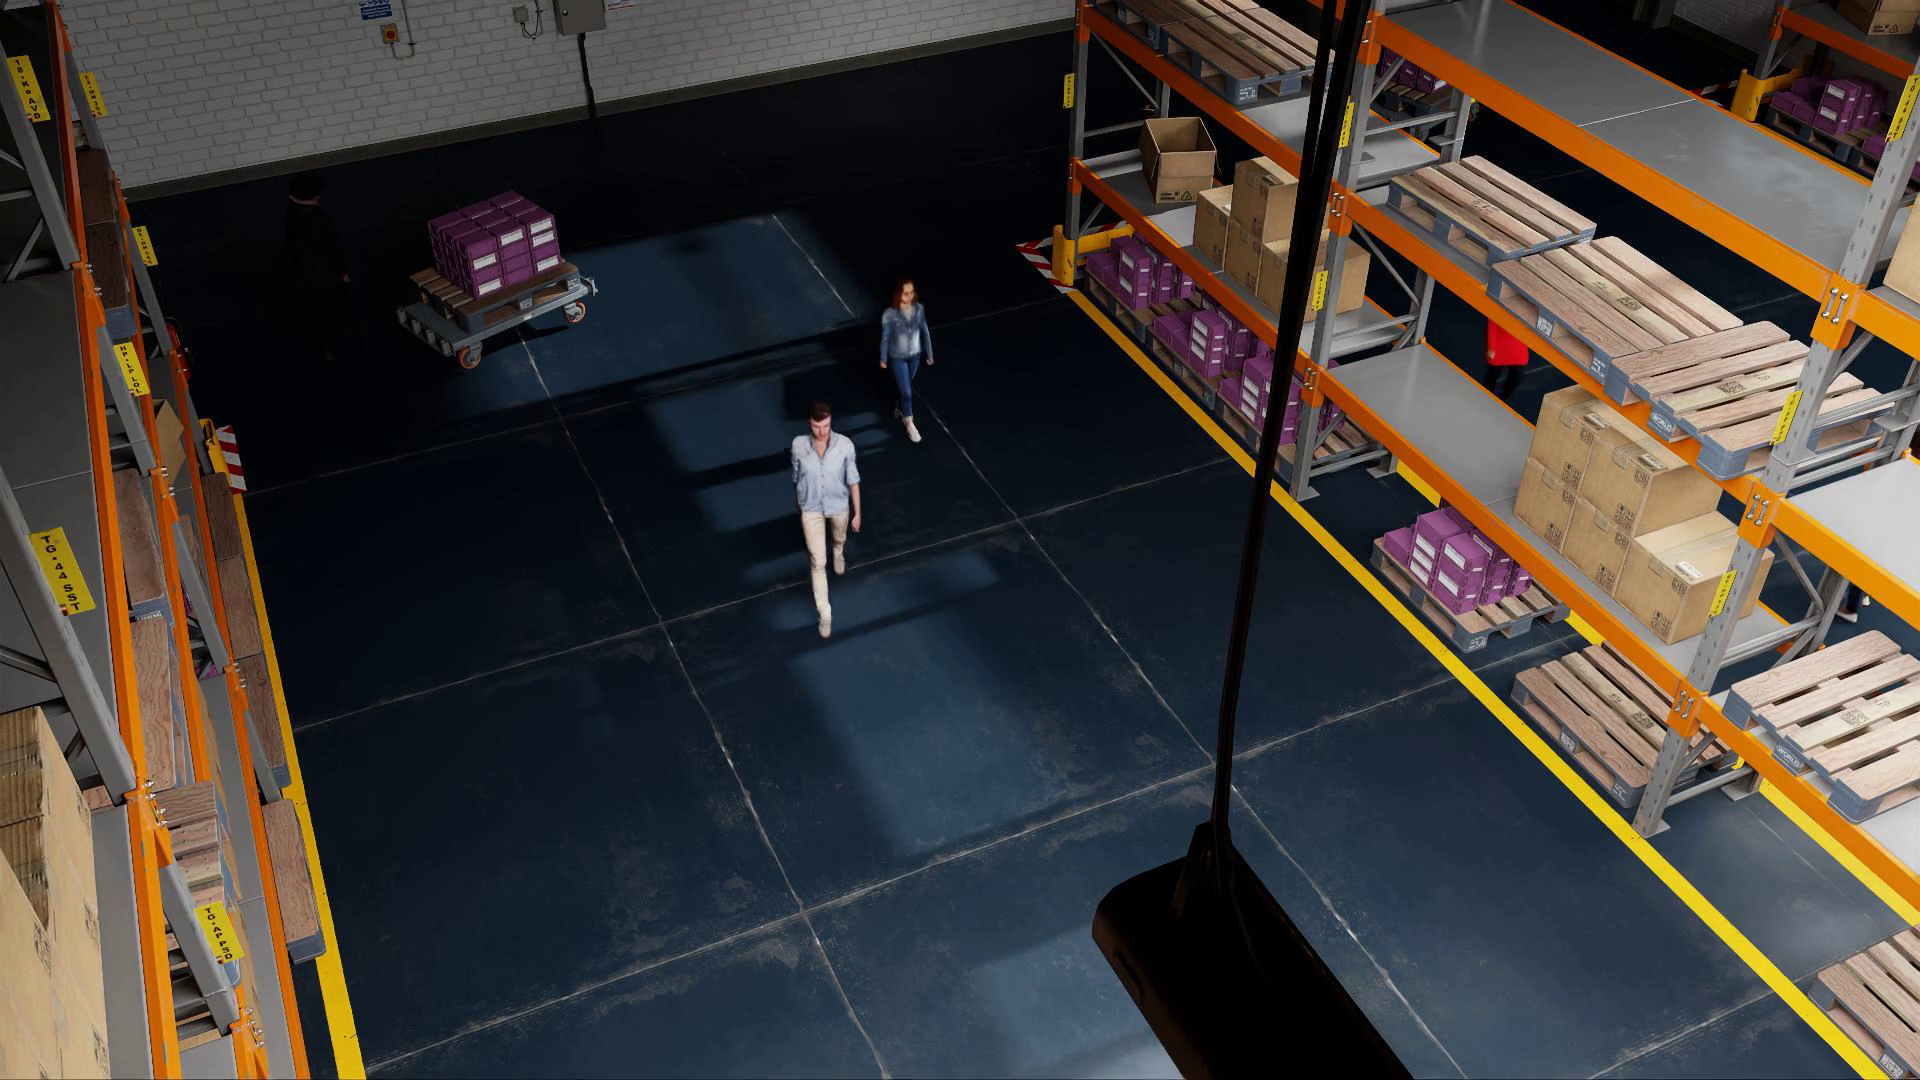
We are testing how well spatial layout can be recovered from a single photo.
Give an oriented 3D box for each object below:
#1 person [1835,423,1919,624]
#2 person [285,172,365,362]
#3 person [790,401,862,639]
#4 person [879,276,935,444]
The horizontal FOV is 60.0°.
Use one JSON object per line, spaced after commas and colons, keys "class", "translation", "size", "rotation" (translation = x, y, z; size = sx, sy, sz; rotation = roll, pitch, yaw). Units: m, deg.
{"class": "person", "translation": [6.714, -0.075, 12.000], "size": [0.609, 1.718, 0.596], "rotation": [-22, 44, -25]}
{"class": "person", "translation": [-5.732, -2.387, 14.875], "size": [0.932, 1.743, 1.020], "rotation": [-2, 39, -2]}
{"class": "person", "translation": [-0.982, -0.298, 12.208], "size": [0.926, 1.807, 1.315], "rotation": [-4, 39, -5]}
{"class": "person", "translation": [-0.507, -1.609, 14.124], "size": [0.649, 1.463, 0.777], "rotation": [-22, 44, -25]}
